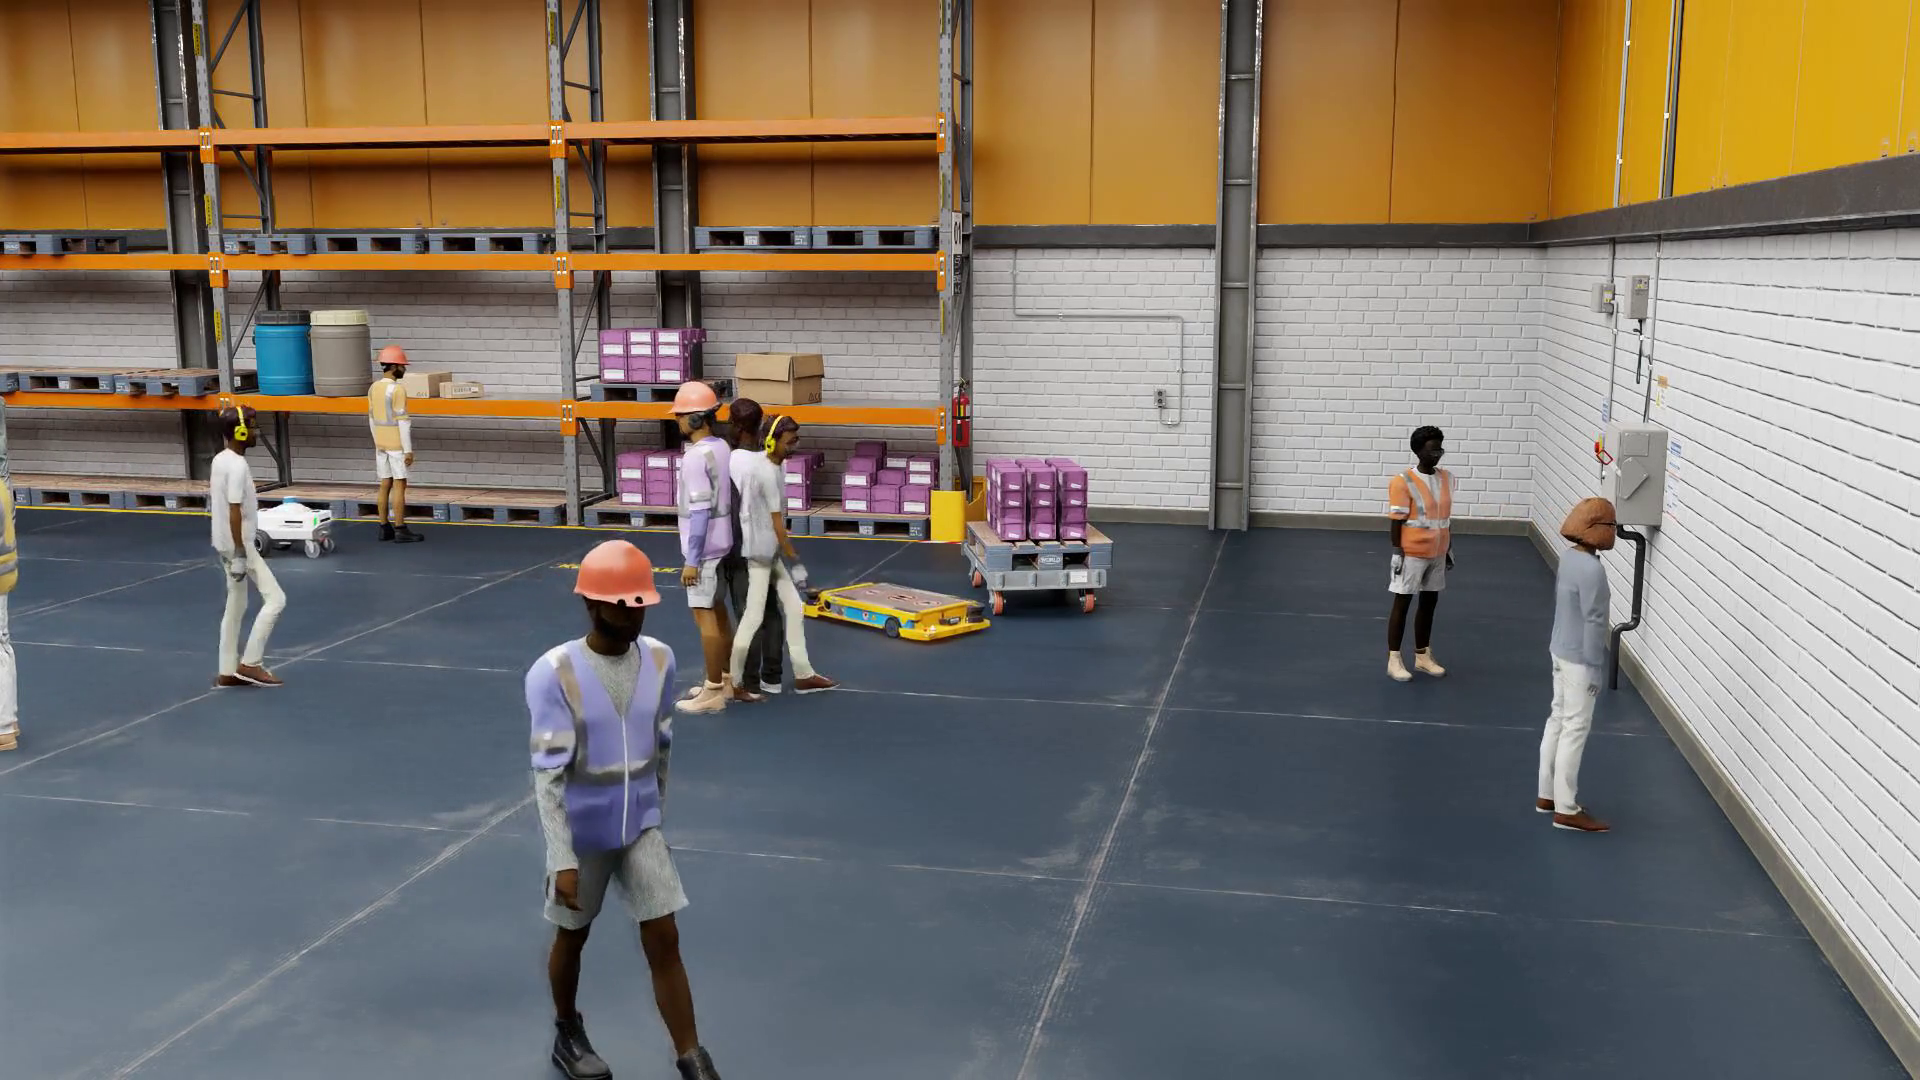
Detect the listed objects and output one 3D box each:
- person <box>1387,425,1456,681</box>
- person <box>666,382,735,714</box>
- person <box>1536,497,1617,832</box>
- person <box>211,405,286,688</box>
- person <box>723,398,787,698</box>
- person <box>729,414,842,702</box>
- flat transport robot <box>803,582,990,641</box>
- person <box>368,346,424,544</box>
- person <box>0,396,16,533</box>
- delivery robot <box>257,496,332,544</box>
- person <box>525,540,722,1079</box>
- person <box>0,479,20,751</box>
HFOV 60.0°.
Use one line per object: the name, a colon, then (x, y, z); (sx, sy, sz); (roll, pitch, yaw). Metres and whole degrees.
person: (3.060, 0.085, 11.018); (0.541, 1.695, 0.316); (-5, 11, -27)
person: (-1.592, 0.050, 10.207); (0.384, 2.039, 0.616); (1, 10, 9)
person: (3.044, 0.597, 8.172); (0.272, 1.632, 0.507); (1, 10, 4)
person: (-4.634, 0.052, 10.780); (0.523, 1.853, 0.530); (-8, 12, -38)
person: (-1.314, 0.062, 10.491); (0.392, 1.922, 0.593); (5, 11, 29)
person: (-1.115, 0.124, 10.423); (0.866, 1.823, 0.511); (0, 10, -2)
flat transport robot: (-0.509, 0.521, 12.649); (1.431, 0.197, 0.652); (9, 13, 44)
person: (-5.555, -0.937, 16.362); (0.549, 1.933, 0.373); (8, 12, 38)
person: (-9.756, -0.893, 16.675); (0.294, 1.744, 0.486); (1, 10, 9)
delivery robot: (-6.288, -0.169, 15.620); (0.707, 0.478, 0.477); (1, 10, 7)
person: (-1.095, 0.942, 5.359); (0.559, 1.886, 0.963); (-8, 12, -39)
person: (-5.573, 0.282, 9.422); (0.429, 1.842, 0.637); (-4, 10, -23)
